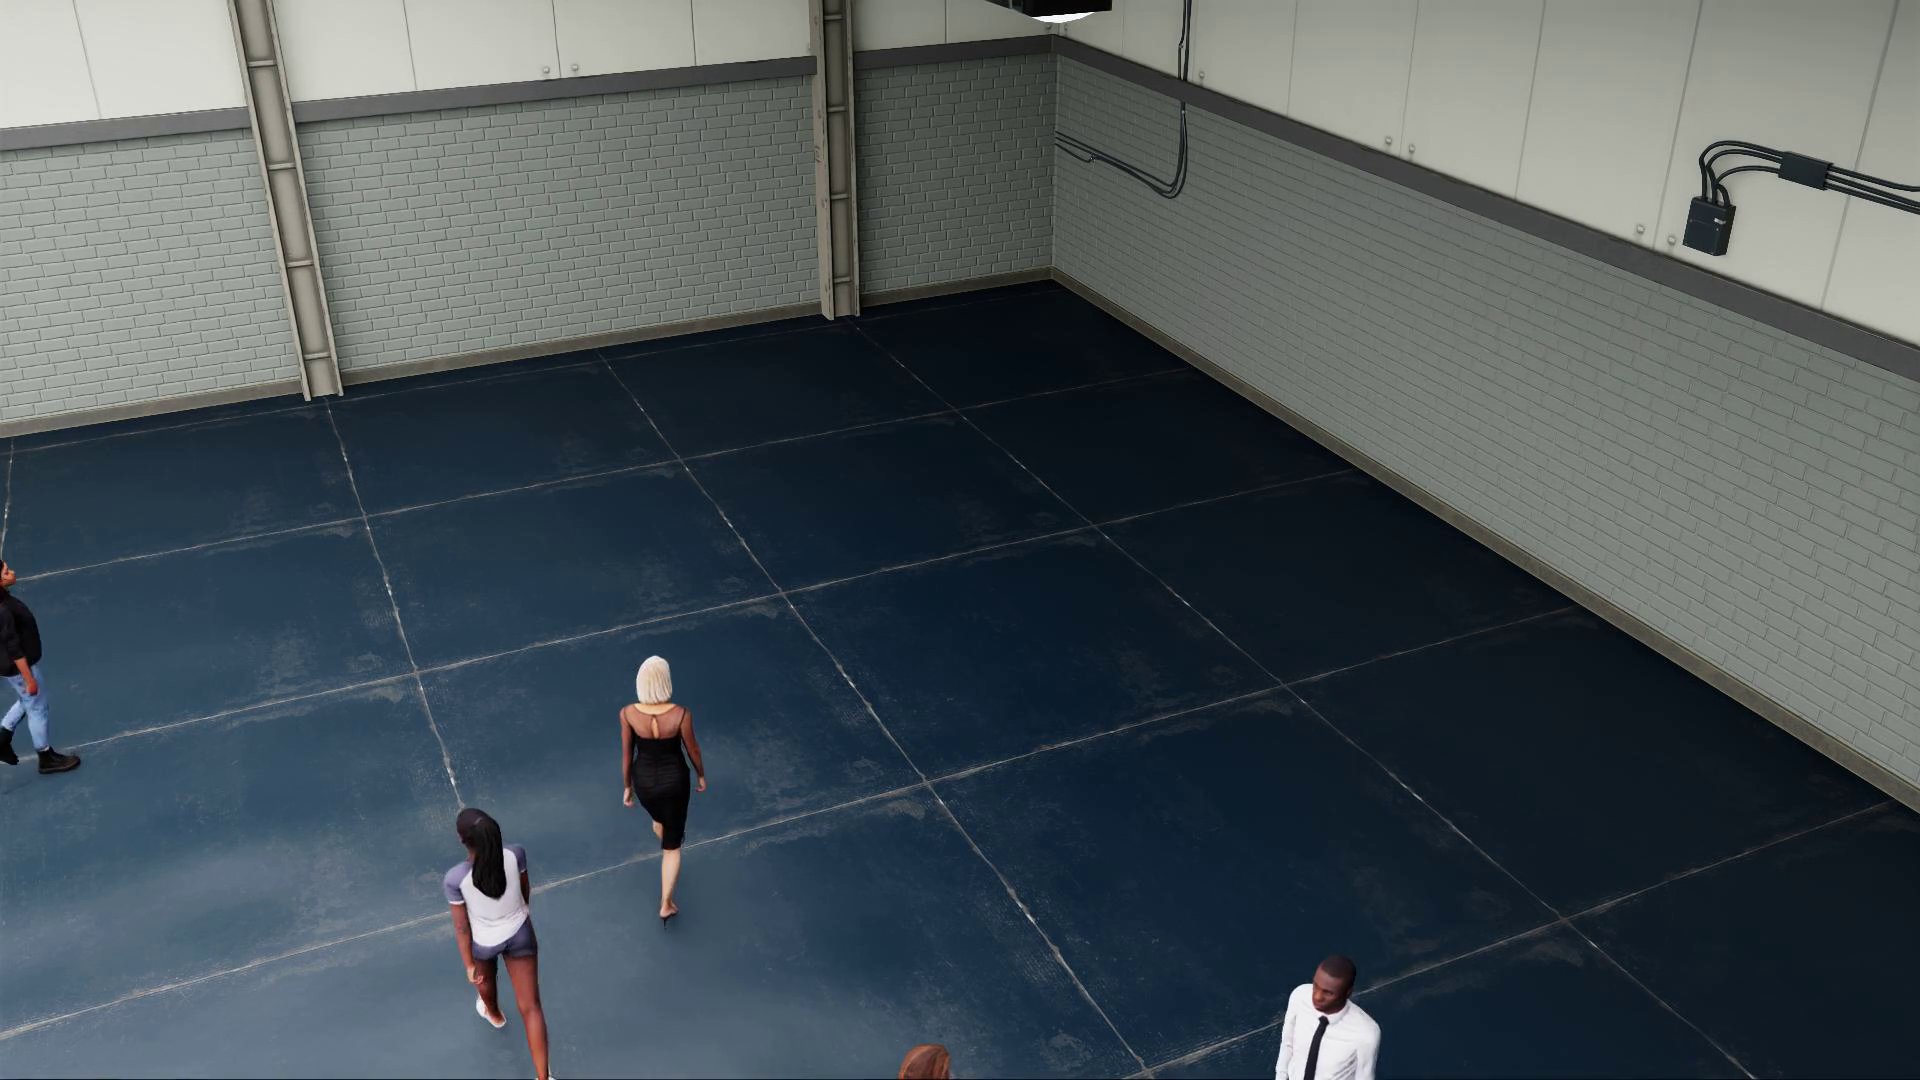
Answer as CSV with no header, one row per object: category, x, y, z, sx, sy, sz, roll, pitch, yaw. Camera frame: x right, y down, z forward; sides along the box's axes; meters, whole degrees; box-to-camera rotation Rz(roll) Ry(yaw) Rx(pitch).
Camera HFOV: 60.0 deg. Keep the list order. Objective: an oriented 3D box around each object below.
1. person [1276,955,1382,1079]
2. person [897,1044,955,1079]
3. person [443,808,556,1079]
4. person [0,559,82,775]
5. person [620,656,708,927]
person,1.746,2.632,7.804,0.867,1.816,1.083,23,35,38
person,-0.169,2.917,7.354,0.536,1.722,0.610,-15,31,-26
person,-2.393,2.205,8.795,1.195,1.668,0.726,-14,30,-25
person,-6.487,0.899,11.305,0.836,1.692,0.690,-22,34,-36
person,-1.810,1.555,10.032,1.110,1.691,1.041,3,27,5
